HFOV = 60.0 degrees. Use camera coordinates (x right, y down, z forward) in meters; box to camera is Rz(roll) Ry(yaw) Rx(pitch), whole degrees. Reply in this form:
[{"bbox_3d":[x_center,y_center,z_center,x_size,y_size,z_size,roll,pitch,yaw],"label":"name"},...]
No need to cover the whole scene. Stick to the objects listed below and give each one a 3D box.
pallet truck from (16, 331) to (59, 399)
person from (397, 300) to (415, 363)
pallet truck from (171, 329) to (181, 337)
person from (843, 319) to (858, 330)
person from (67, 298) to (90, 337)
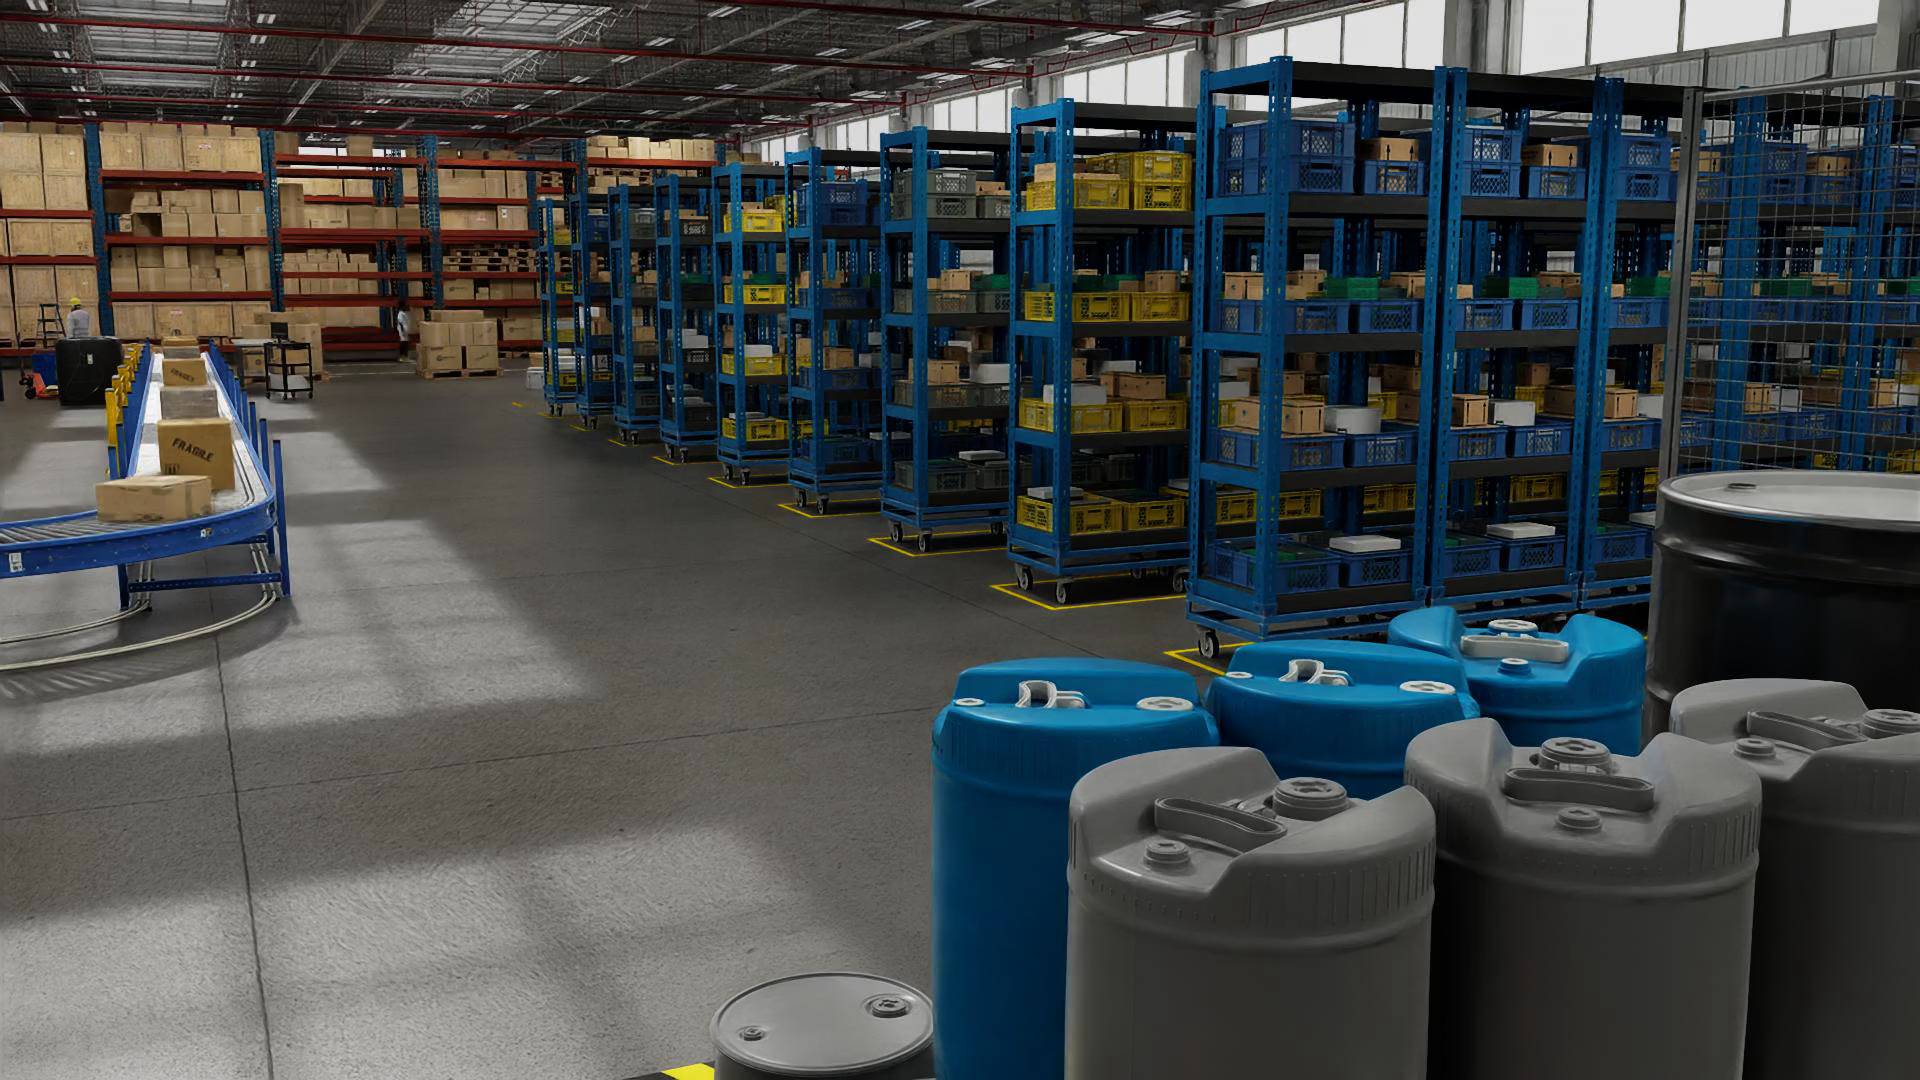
[{"bbox_3d":[-17.082,-3.353,31.781,1.630,1.274,0.653,-4,10,-25],"label":"pallet truck"},{"bbox_3d":[-14.787,-5.538,44.214,0.368,1.666,0.567,0,9,0],"label":"person"},{"bbox_3d":[-17.275,-3.851,35.096,1.601,1.201,0.680,0,9,1],"label":"pallet truck"},{"bbox_3d":[-1.982,-3.464,30.519,0.597,1.925,0.639,5,10,27],"label":"person"},{"bbox_3d":[-20.227,-4.640,38.166,0.404,1.824,0.591,3,10,17],"label":"person"}]
